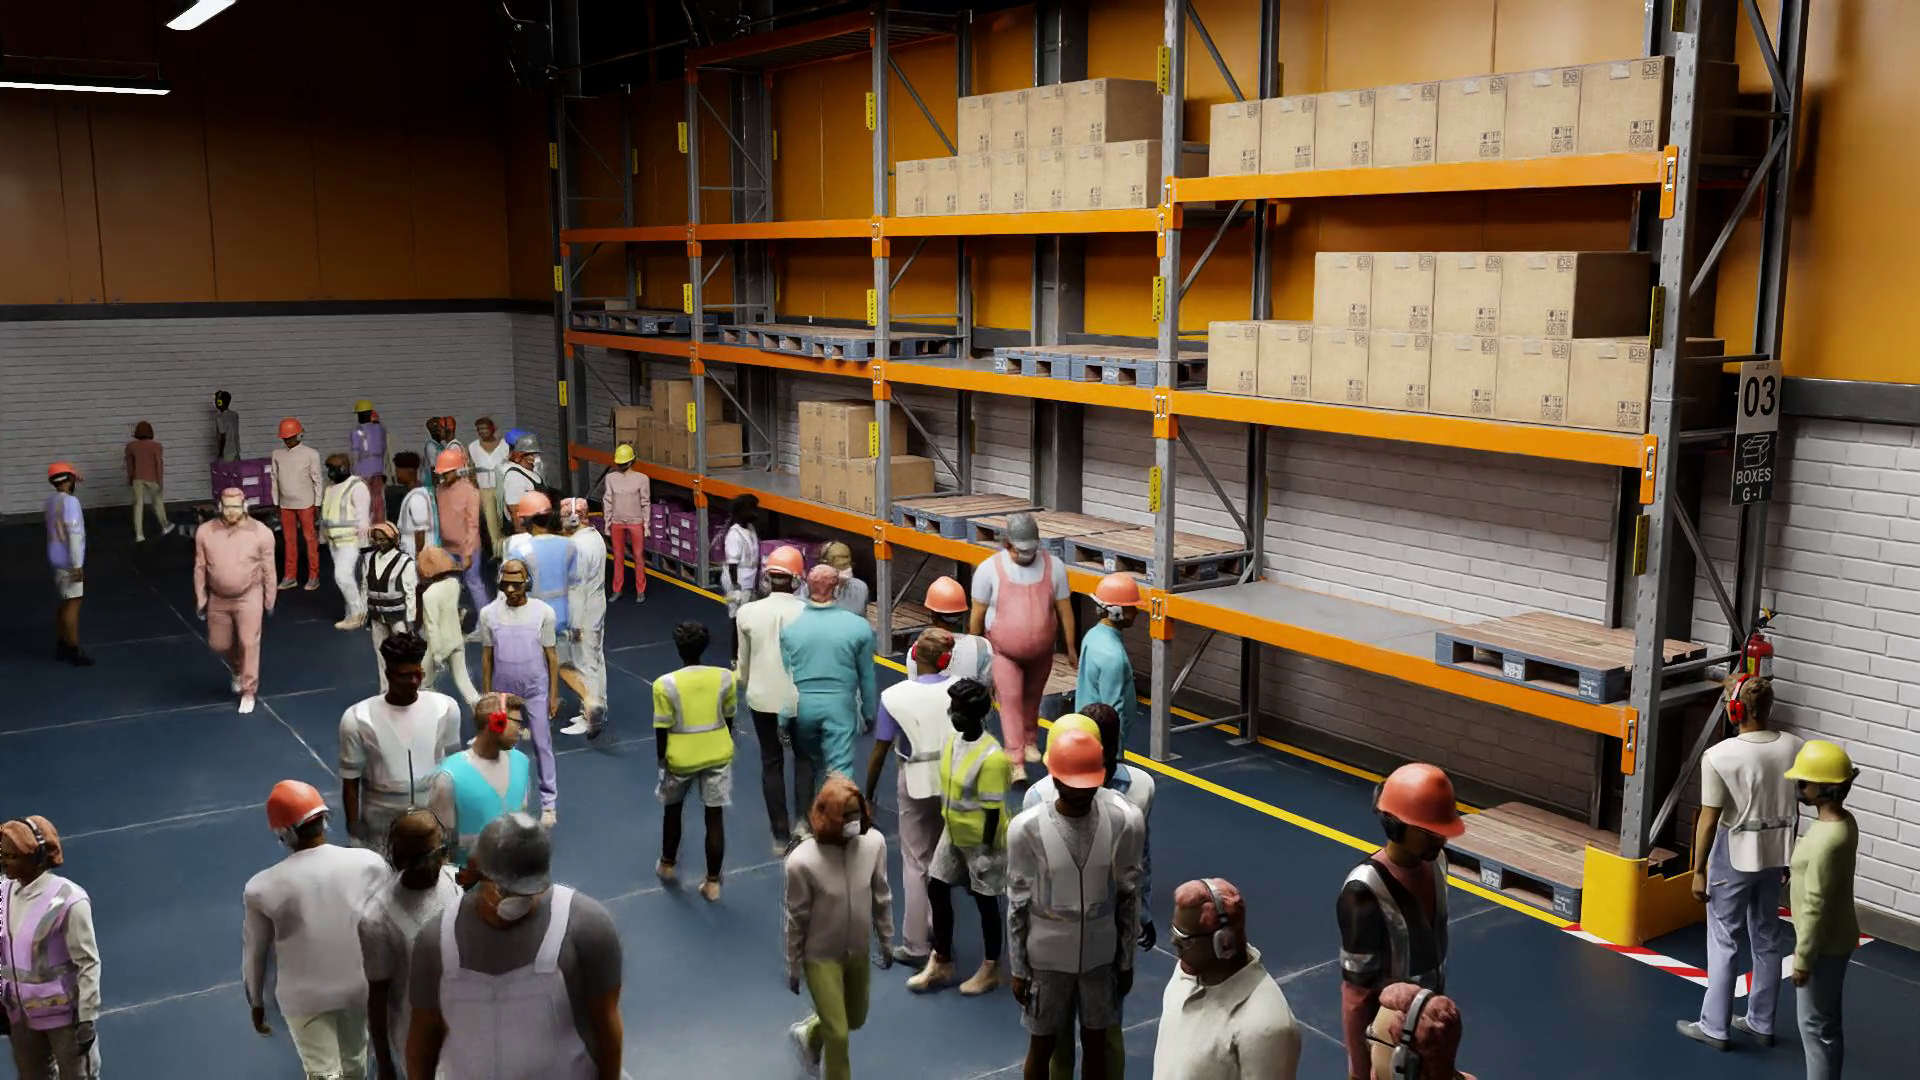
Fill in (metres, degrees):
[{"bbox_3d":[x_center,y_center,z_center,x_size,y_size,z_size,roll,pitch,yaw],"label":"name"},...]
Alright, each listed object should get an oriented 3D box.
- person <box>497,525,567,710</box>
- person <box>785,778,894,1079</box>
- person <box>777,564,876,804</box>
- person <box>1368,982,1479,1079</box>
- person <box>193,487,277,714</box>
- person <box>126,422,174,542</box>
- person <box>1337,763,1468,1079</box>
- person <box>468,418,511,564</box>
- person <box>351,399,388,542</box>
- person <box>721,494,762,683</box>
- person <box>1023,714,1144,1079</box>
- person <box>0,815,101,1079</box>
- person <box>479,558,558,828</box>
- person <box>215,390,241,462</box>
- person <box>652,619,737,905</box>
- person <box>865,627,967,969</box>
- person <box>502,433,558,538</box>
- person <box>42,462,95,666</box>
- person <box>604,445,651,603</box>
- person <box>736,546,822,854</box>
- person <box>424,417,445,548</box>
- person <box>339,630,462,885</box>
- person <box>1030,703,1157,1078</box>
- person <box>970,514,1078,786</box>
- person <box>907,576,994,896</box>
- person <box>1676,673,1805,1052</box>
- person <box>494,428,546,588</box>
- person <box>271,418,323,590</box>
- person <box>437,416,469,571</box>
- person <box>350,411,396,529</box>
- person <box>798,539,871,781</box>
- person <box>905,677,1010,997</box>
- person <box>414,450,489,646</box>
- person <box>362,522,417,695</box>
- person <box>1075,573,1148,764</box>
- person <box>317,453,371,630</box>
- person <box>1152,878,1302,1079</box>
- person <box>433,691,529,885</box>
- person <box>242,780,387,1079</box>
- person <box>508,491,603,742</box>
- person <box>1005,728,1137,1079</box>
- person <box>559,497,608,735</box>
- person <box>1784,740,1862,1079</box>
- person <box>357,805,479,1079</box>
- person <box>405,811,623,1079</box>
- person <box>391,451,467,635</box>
[{"bbox_3d":[-3.562,0.594,13.575,0.588,1.837,0.933,6,11,32],"label":"person"},{"bbox_3d":[-0.565,1.776,7.258,0.521,1.607,0.716,-7,12,-36],"label":"person"},{"bbox_3d":[-0.861,1.083,10.587,0.645,1.858,0.942,0,10,1],"label":"person"},{"bbox_3d":[1.188,2.103,4.461,0.402,1.911,0.638,6,11,31],"label":"person"},{"bbox_3d":[-6.080,0.483,14.004,0.661,1.890,0.640,-1,10,-7],"label":"person"},{"bbox_3d":[-10.956,-0.798,22.424,0.516,1.582,0.867,-1,10,-3],"label":"person"},{"bbox_3d":[1.606,1.777,6.024,0.410,2.033,0.613,9,13,43],"label":"person"},{"bbox_3d":[-5.801,-0.626,20.788,0.645,1.812,0.642,-1,10,-8],"label":"person"},{"bbox_3d":[-7.885,-0.914,22.173,0.394,1.918,0.618,4,11,24],"label":"person"},{"bbox_3d":[-1.969,0.411,15.069,0.355,1.678,0.739,2,10,9],"label":"person"},{"bbox_3d":[0.493,1.660,7.037,0.586,1.920,0.396,7,12,36],"label":"person"},{"bbox_3d":[-3.608,1.876,6.581,0.515,1.640,0.315,4,10,21],"label":"person"},{"bbox_3d":[-2.917,1.019,11.051,0.502,1.837,0.350,0,10,-2],"label":"person"},{"bbox_3d":[-10.660,-1.243,24.212,0.335,1.873,0.519,1,10,7],"label":"person"},{"bbox_3d":[-1.598,1.287,9.940,0.537,1.664,0.755,-4,10,-22],"label":"person"},{"bbox_3d":[-0.206,1.380,8.998,0.696,1.803,0.535,-4,11,-23],"label":"person"},{"bbox_3d":[-4.364,-0.088,16.933,0.535,2.000,0.681,0,10,-2],"label":"person"},{"bbox_3d":[-8.321,0.224,15.593,0.706,1.890,0.375,8,13,41],"label":"person"},{"bbox_3d":[-3.659,-0.176,18.284,0.523,1.760,0.327,1,10,5],"label":"person"},{"bbox_3d":[-1.129,1.017,10.668,0.606,1.966,0.509,0,10,0],"label":"person"},{"bbox_3d":[-6.417,-0.600,20.515,0.345,1.847,0.506,-2,10,-13],"label":"person"},{"bbox_3d":[-2.802,1.407,8.417,0.615,1.957,0.377,-6,11,-30],"label":"person"},{"bbox_3d":[0.570,1.628,7.221,0.597,1.916,0.378,-4,10,-22],"label":"person"},{"bbox_3d":[0.474,0.729,12.142,0.752,2.000,1.052,-2,10,-11],"label":"person"},{"bbox_3d":[-0.071,1.173,9.822,0.544,1.943,0.347,-5,11,-25],"label":"person"},{"bbox_3d":[3.754,1.548,7.942,0.560,1.836,0.394,-3,10,-15],"label":"person"},{"bbox_3d":[-4.913,-0.305,18.675,0.634,1.892,1.030,-7,12,-37],"label":"person"},{"bbox_3d":[-7.581,-0.411,18.990,0.609,1.985,0.398,2,10,9],"label":"person"},{"bbox_3d":[-6.169,-0.569,20.250,0.369,1.878,0.588,-3,10,-18],"label":"person"},{"bbox_3d":[-8.051,-0.920,22.766,0.583,1.700,0.901,-9,13,-42],"label":"person"},{"bbox_3d":[-0.875,0.928,11.305,0.508,1.923,0.637,9,13,41],"label":"person"},{"bbox_3d":[-0.021,1.530,8.446,0.568,1.681,0.554,-6,11,-33],"label":"person"},{"bbox_3d":[-4.944,0.099,16.122,0.629,1.937,1.011,6,11,30],"label":"person"},{"bbox_3d":[-4.713,0.654,13.785,0.516,1.632,0.311,4,10,21],"label":"person"},{"bbox_3d":[0.880,1.171,9.729,0.408,1.987,0.607,-1,10,-7],"label":"person"},{"bbox_3d":[-6.280,0.023,16.932,0.646,1.822,0.477,8,12,38],"label":"person"},{"bbox_3d":[0.789,1.979,5.243,0.402,1.896,0.652,-3,10,-18],"label":"person"},{"bbox_3d":[-2.208,1.602,7.702,0.383,1.812,0.667,5,11,27],"label":"person"},{"bbox_3d":[-2.627,1.803,6.817,0.584,1.698,0.902,-6,12,-33],"label":"person"},{"bbox_3d":[-3.139,0.631,12.825,0.768,2.016,0.612,8,12,39],"label":"person"},{"bbox_3d":[0.464,1.697,6.796,0.543,1.929,0.386,-2,10,-12],"label":"person"},{"bbox_3d":[-3.036,0.600,13.319,0.399,1.900,0.644,0,10,0],"label":"person"},{"bbox_3d":[3.667,1.720,7.142,0.339,1.762,0.525,7,12,34],"label":"person"},{"bbox_3d":[-1.993,1.844,6.235,0.802,1.814,0.523,6,12,33],"label":"person"},{"bbox_3d":[-1.498,1.847,5.577,0.733,2.000,0.571,0,10,3],"label":"person"},{"bbox_3d":[-5.218,0.087,16.157,0.649,1.948,0.612,-3,10,-16],"label":"person"}]
